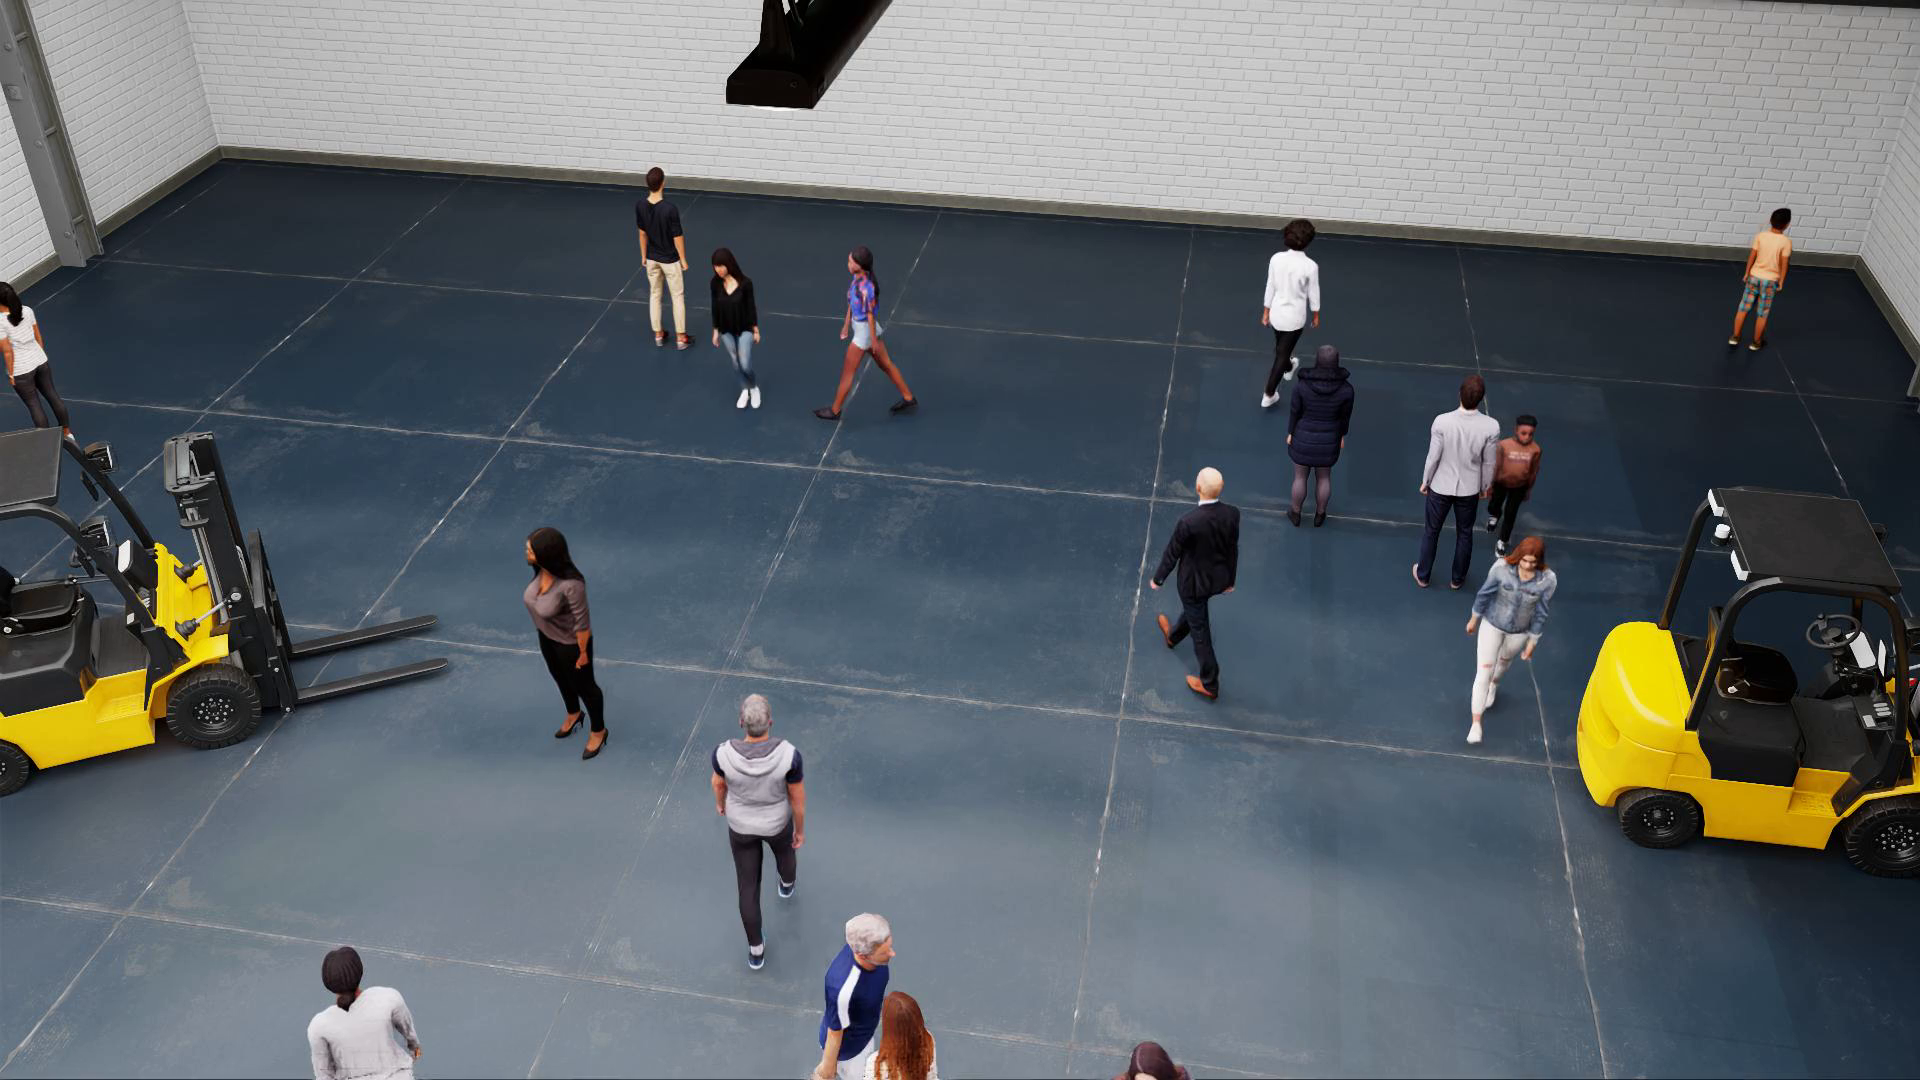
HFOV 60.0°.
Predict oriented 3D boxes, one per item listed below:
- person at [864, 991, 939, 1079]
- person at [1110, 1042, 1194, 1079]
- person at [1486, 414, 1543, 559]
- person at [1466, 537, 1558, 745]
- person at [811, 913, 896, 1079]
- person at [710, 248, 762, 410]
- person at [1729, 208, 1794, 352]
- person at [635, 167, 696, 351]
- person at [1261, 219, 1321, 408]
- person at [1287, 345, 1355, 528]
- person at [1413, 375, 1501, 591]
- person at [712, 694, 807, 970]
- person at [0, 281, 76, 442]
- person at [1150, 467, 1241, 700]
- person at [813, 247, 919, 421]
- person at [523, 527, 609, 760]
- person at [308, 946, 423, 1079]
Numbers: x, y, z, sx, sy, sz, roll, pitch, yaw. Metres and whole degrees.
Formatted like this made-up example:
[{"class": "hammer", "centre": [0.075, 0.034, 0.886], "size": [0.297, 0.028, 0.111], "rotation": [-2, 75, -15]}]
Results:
[{"class": "person", "centre": [-0.242, 2.887, 8.070], "size": [1.030, 1.700, 1.076], "rotation": [29, 43, 36]}, {"class": "person", "centre": [0.857, 2.945, 8.111], "size": [1.010, 1.558, 1.155], "rotation": [-13, 36, -18]}, {"class": "person", "centre": [4.491, -0.487, 13.555], "size": [0.553, 1.248, 0.723], "rotation": [8, 34, 12]}, {"class": "person", "centre": [3.819, 0.580, 11.602], "size": [0.723, 1.633, 1.140], "rotation": [11, 35, 16]}, {"class": "person", "centre": [-0.620, 2.521, 8.545], "size": [0.726, 1.784, 0.842], "rotation": [7, 34, 10]}, {"class": "person", "centre": [-2.074, -2.003, 15.496], "size": [0.563, 1.624, 0.566], "rotation": [4, 34, 6]}, {"class": "person", "centre": [7.998, -2.605, 16.549], "size": [0.600, 1.461, 0.614], "rotation": [24, 41, 32]}, {"class": "person", "centre": [-2.938, -2.775, 16.450], "size": [0.658, 1.853, 0.563], "rotation": [10, 35, 15]}, {"class": "person", "centre": [3.028, -2.060, 15.463], "size": [0.915, 1.755, 1.211], "rotation": [18, 38, 25]}, {"class": "person", "centre": [2.943, -0.858, 13.728], "size": [0.679, 1.675, 0.655], "rotation": [3, 34, 5]}, {"class": "person", "centre": [3.855, -0.439, 12.935], "size": [0.666, 1.853, 0.551], "rotation": [5, 34, 8]}, {"class": "person", "centre": [-1.170, 1.747, 9.707], "size": [0.881, 1.787, 1.155], "rotation": [-3, 34, -5]}, {"class": "person", "centre": [-8.282, -1.549, 14.792], "size": [0.666, 1.646, 0.528], "rotation": [12, 36, 18]}, {"class": "person", "centre": [1.756, 0.352, 11.833], "size": [1.130, 1.756, 1.241], "rotation": [-18, 37, -24]}, {"class": "person", "centre": [-0.764, -1.866, 15.233], "size": [0.902, 1.687, 1.220], "rotation": [-6, 34, -9]}, {"class": "person", "centre": [-2.659, 0.674, 11.273], "size": [0.783, 1.840, 0.748], "rotation": [-28, 42, -35]}, {"class": "person", "centre": [-2.892, 2.762, 8.255], "size": [1.044, 1.703, 1.158], "rotation": [-17, 37, -23]}]
